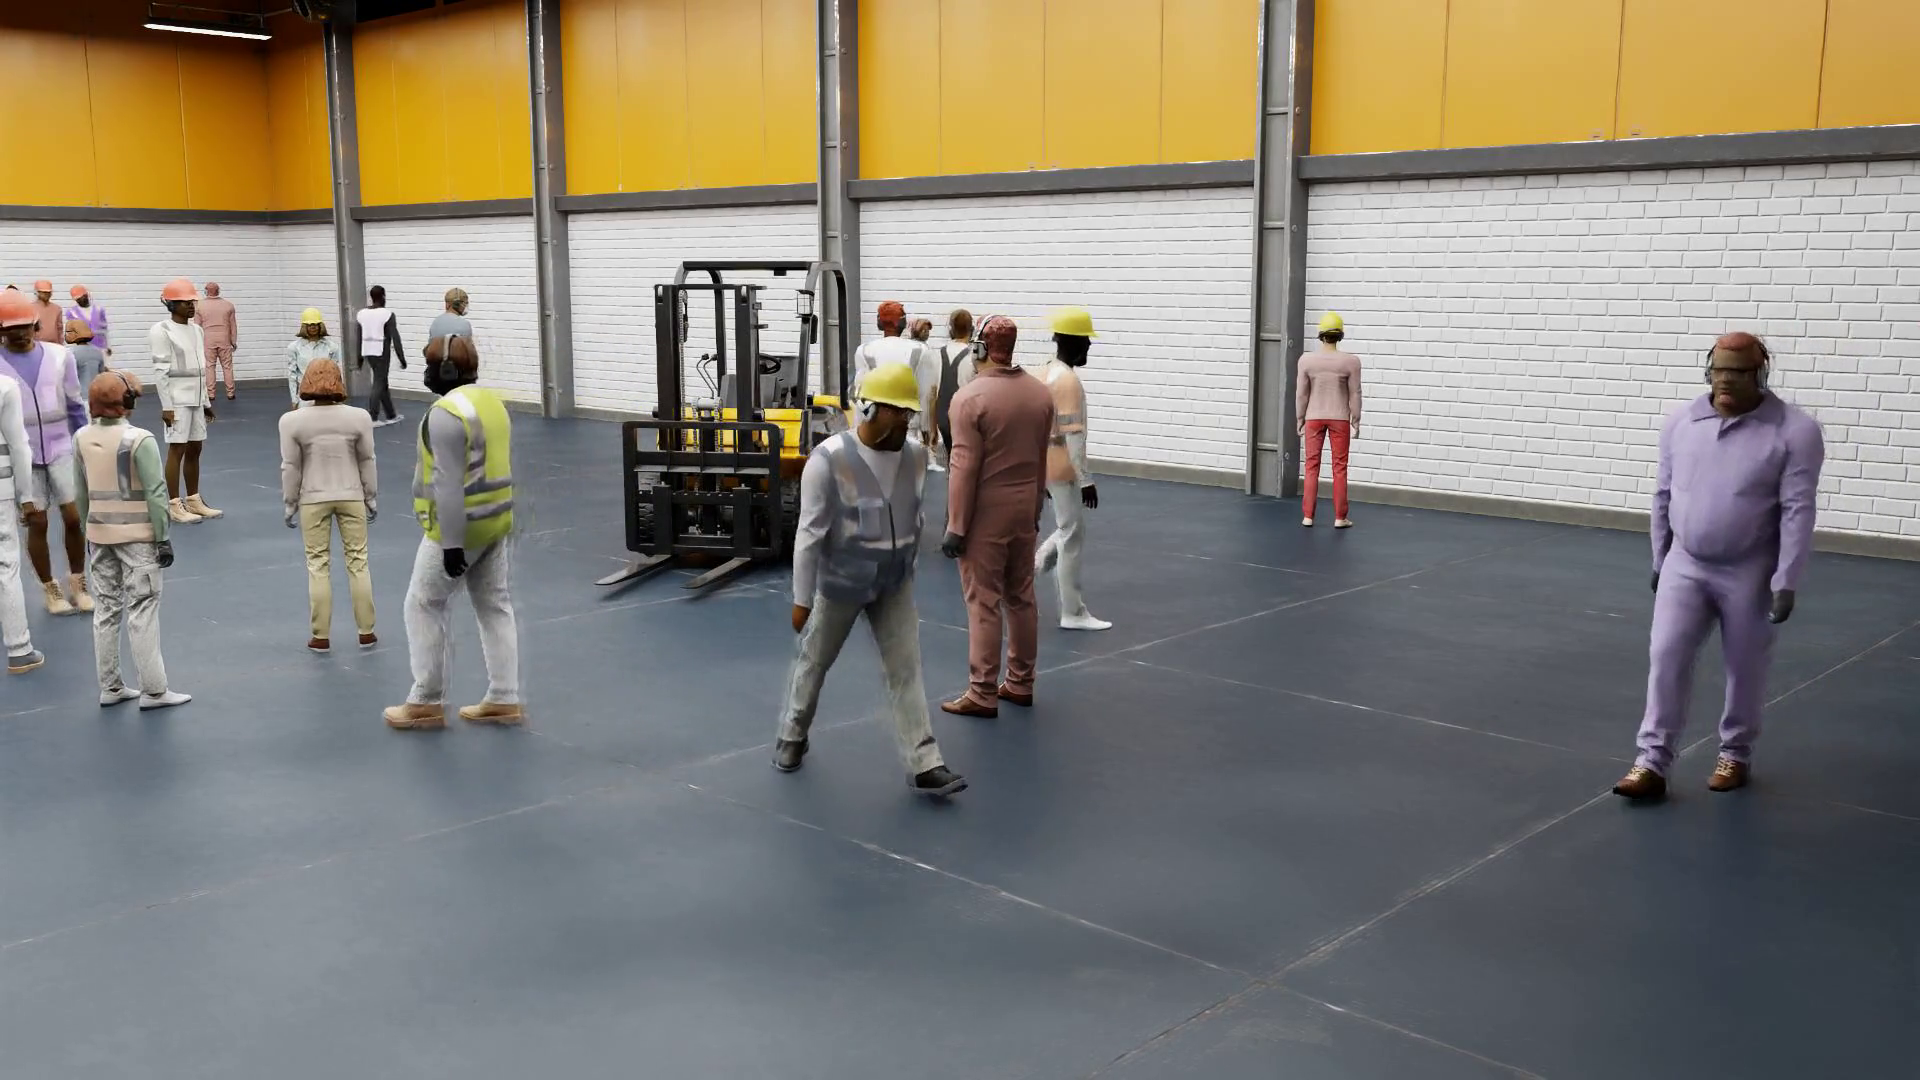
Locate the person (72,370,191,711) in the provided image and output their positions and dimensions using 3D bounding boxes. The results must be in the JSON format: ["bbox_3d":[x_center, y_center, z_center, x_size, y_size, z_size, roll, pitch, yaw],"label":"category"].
[{"bbox_3d":[-4.010,0.008,7.996,0.522,1.637,0.306,3,10,19],"label":"person"}]

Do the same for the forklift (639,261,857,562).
[{"bbox_3d":[-1.552,-1.040,12.721,1.214,2.155,2.313,2,9,11],"label":"forklift"}]

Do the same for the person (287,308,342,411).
[{"bbox_3d":[-6.271,-1.382,16.196,0.483,1.745,0.306,-6,11,-31],"label":"person"}]

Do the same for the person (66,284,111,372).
[{"bbox_3d":[-13.206,-2.937,25.287,0.627,1.887,0.500,-7,12,-38],"label":"person"}]

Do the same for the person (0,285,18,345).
[{"bbox_3d":[-14.679,-3.018,25.858,0.515,1.867,0.328,-7,12,-38],"label":"person"}]

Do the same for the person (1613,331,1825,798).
[{"bbox_3d":[2.980,0.124,6.560,0.664,1.869,0.886,9,13,44],"label":"person"}]

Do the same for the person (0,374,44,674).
[{"bbox_3d":[-5.129,-0.222,8.650,0.572,1.885,0.358,-2,10,-15],"label":"person"}]

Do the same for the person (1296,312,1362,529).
[{"bbox_3d":[3.012,-0.972,13.603,0.533,1.770,0.304,3,10,20],"label":"person"}]

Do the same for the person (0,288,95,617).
[{"bbox_3d":[-5.531,-0.502,9.988,0.662,2.006,0.581,-9,13,-43],"label":"person"}]

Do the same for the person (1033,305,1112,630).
[{"bbox_3d":[0.602,-0.408,9.699,0.547,1.913,0.614,-1,9,-5],"label":"person"}]

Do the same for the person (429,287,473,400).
[{"bbox_3d":[-5.123,-1.588,16.885,0.630,1.931,0.369,8,12,40],"label":"person"}]

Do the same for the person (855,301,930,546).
[{"bbox_3d":[-0.507,-0.864,12.597,0.574,1.881,0.357,-1,9,-5],"label":"person"}]

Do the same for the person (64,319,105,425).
[{"bbox_3d":[-8.699,-1.382,16.561,0.282,1.625,0.501,2,9,11],"label":"person"}]

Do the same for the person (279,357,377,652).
[{"bbox_3d":[-3.493,-0.193,9.239,0.499,1.634,0.279,-5,10,-26],"label":"person"}]

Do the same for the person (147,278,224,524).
[{"bbox_3d":[-6.471,-1.162,13.930,0.377,2.045,0.605,2,9,9],"label":"person"}]

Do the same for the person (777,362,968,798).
[{"bbox_3d":[-0.415,0.153,6.775,0.644,1.762,1.009,-6,11,-33],"label":"person"}]

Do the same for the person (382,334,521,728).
[{"bbox_3d":[-2.392,-0.035,7.688,0.738,1.819,0.662,2,9,9],"label":"person"}]

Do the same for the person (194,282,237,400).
[{"bbox_3d":[-12.038,-3.213,26.906,0.650,1.913,0.409,-6,11,-33],"label":"person"}]

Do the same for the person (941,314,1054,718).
[{"bbox_3d":[0.150,-0.112,7.913,0.407,1.908,0.642,8,12,41],"label":"person"}]

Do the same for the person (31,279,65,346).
[{"bbox_3d":[-13.406,-2.838,24.440,0.705,1.971,0.632,6,11,35],"label":"person"}]

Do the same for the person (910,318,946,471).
[{"bbox_3d":[-0.493,-1.523,17.457,0.670,1.616,0.517,6,11,31],"label":"person"}]

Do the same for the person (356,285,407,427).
[{"bbox_3d":[-7.756,-2.485,22.498,0.615,1.884,0.887,4,10,26],"label":"person"}]

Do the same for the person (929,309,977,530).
[{"bbox_3d":[0.072,-0.826,12.540,0.523,1.816,0.700,6,11,34],"label":"person"}]
